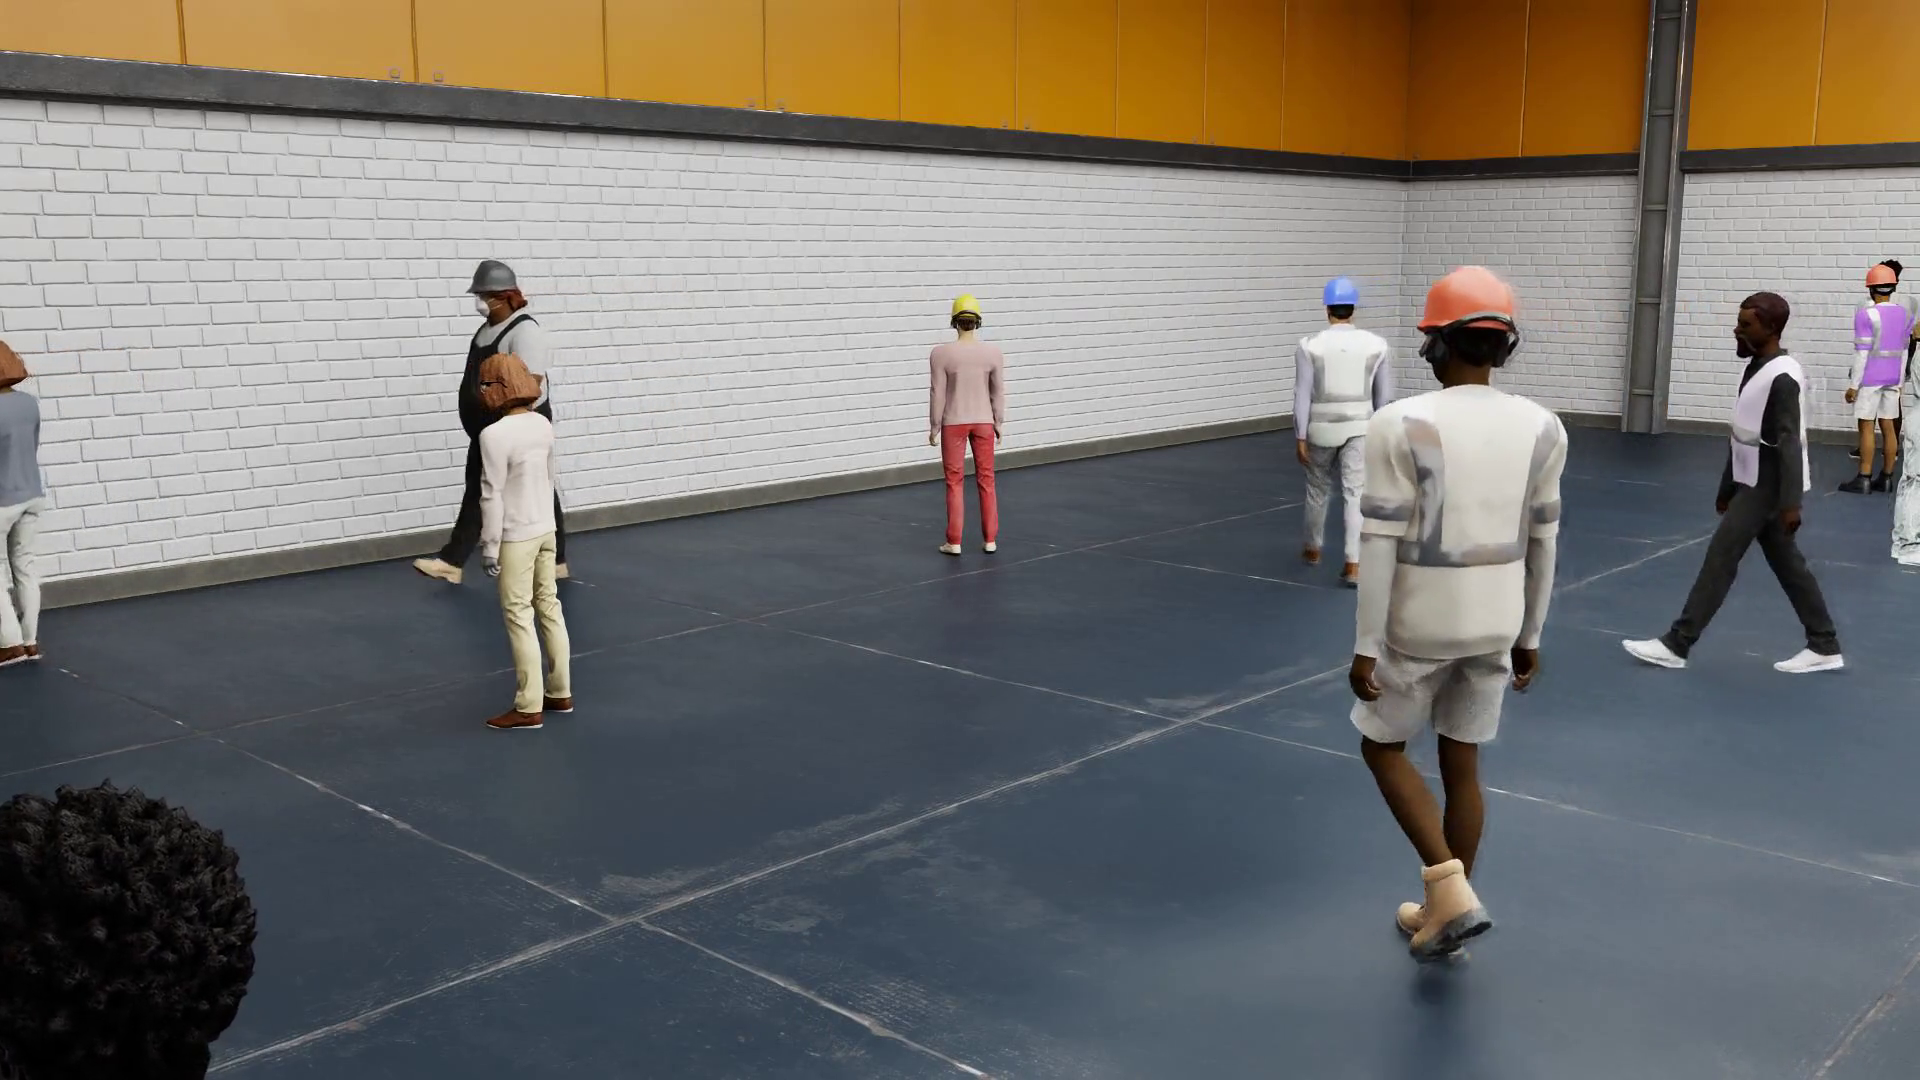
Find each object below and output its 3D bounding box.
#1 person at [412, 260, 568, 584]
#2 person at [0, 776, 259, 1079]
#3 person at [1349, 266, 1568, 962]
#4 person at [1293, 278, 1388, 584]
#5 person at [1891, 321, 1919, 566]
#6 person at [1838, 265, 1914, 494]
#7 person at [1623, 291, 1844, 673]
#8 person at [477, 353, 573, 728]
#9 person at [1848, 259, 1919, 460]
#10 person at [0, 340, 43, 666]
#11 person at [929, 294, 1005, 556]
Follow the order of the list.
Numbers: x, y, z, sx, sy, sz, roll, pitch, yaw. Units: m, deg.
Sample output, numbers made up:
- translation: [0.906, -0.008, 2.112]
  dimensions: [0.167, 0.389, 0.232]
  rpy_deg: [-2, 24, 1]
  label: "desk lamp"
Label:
- translation: [-2.864, -0.714, 10.144]
  dimensions: [0.976, 2.000, 0.708]
  rpy_deg: [-9, 13, -41]
  label: "person"
- translation: [-0.608, 1.014, 1.309]
  dimensions: [0.321, 1.689, 0.530]
  rpy_deg: [4, 11, 21]
  label: "person"
- translation: [1.407, 0.244, 4.732]
  dimensions: [0.628, 2.024, 0.485]
  rpy_deg: [-2, 10, -13]
  label: "person"
- translation: [2.399, -0.696, 10.496]
  dimensions: [0.619, 1.897, 1.023]
  rpy_deg: [0, 10, 3]
  label: "person"
- translation: [6.363, -0.702, 10.926]
  dimensions: [0.294, 1.744, 0.487]
  rpy_deg: [4, 11, 22]
  label: "person"
- translation: [7.742, -1.353, 14.085]
  dimensions: [0.547, 1.934, 0.376]
  rpy_deg: [-3, 10, -15]
  label: "person"
- translation: [3.862, -0.269, 8.108]
  dimensions: [1.032, 1.863, 0.608]
  rpy_deg: [3, 10, 15]
  label: "person"
- translation: [-1.918, 0.004, 7.251]
  dimensions: [0.287, 1.627, 0.497]
  rpy_deg: [3, 10, 16]
  label: "person"
- translation: [9.045, -1.758, 16.303]
  dimensions: [0.613, 1.962, 0.362]
  rpy_deg: [0, 10, 1]
  label: "person"
- translation: [-4.753, -0.177, 8.267]
  dimensions: [0.345, 1.632, 0.522]
  rpy_deg: [1, 10, 5]
  label: "person"
- translation: [0.040, -0.774, 11.267]
  dimensions: [0.530, 1.767, 0.328]
  rpy_deg: [-3, 10, -15]
  label: "person"
